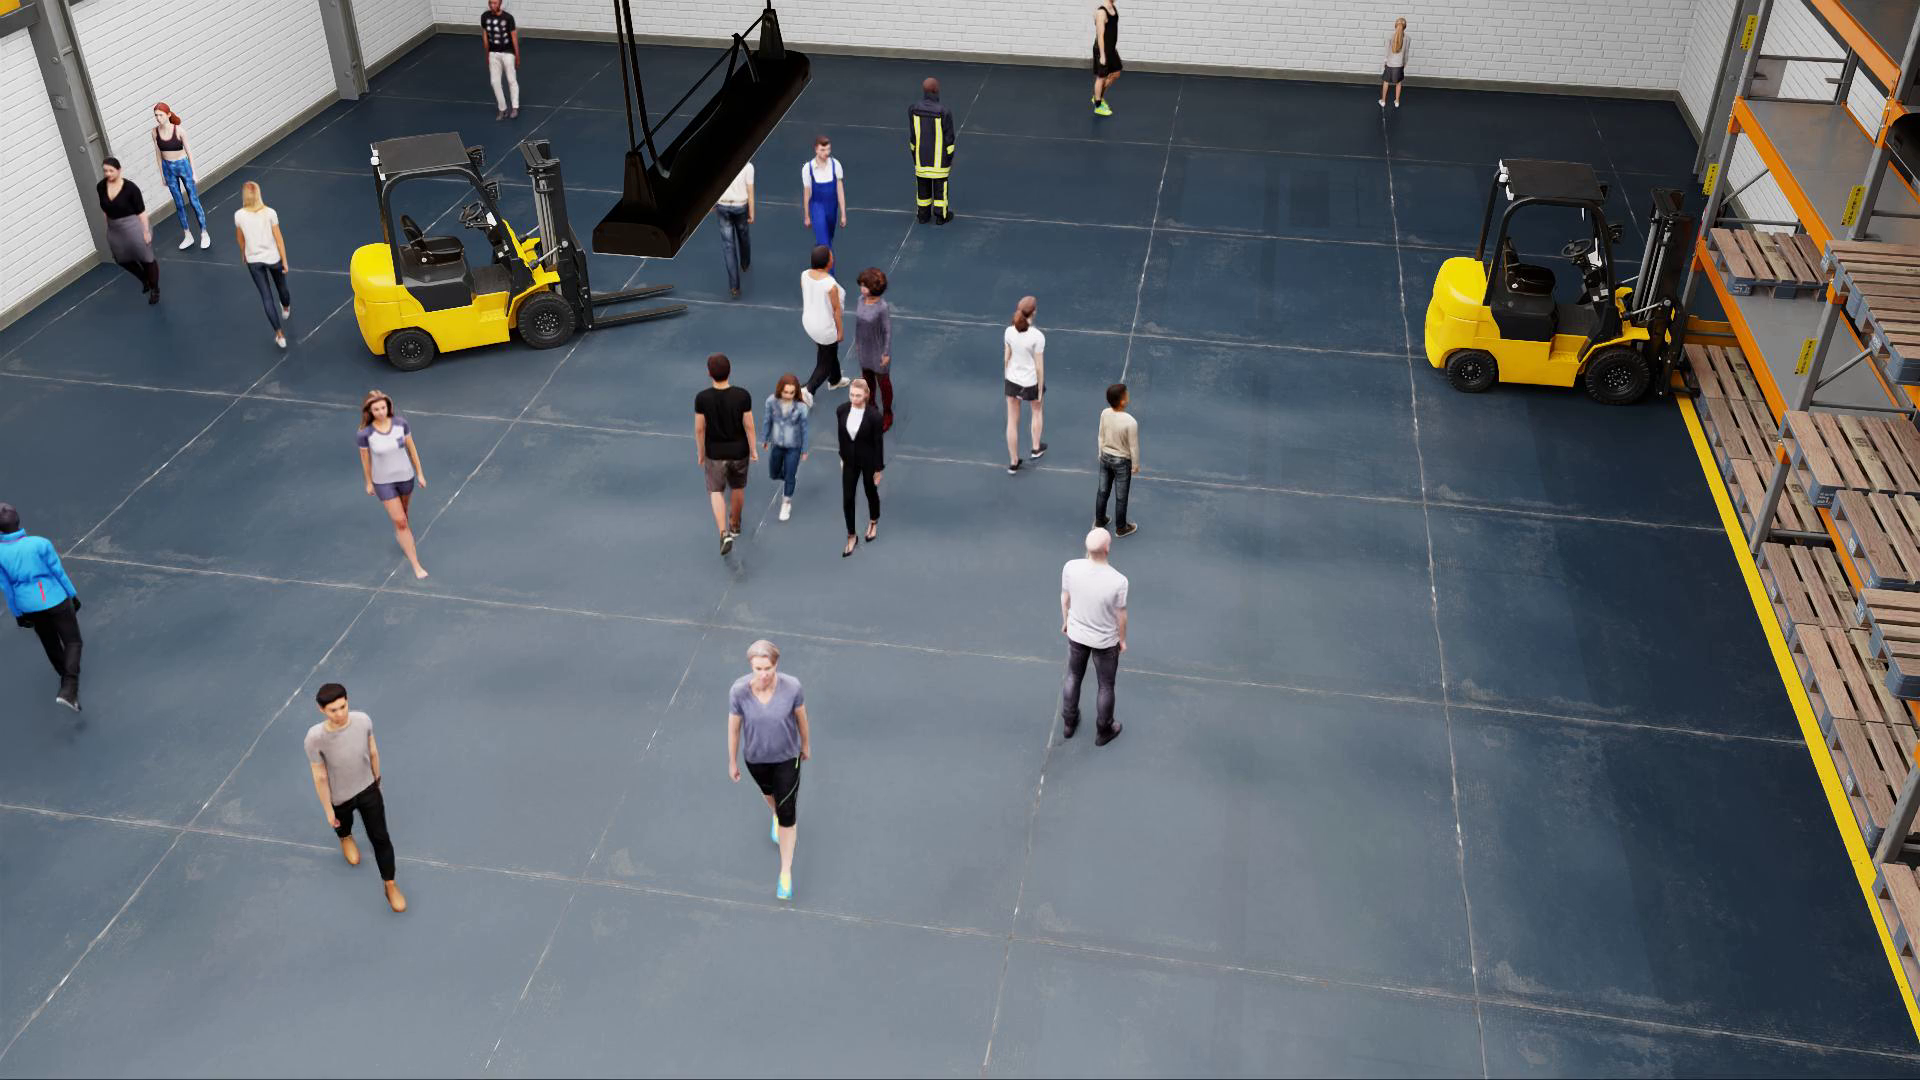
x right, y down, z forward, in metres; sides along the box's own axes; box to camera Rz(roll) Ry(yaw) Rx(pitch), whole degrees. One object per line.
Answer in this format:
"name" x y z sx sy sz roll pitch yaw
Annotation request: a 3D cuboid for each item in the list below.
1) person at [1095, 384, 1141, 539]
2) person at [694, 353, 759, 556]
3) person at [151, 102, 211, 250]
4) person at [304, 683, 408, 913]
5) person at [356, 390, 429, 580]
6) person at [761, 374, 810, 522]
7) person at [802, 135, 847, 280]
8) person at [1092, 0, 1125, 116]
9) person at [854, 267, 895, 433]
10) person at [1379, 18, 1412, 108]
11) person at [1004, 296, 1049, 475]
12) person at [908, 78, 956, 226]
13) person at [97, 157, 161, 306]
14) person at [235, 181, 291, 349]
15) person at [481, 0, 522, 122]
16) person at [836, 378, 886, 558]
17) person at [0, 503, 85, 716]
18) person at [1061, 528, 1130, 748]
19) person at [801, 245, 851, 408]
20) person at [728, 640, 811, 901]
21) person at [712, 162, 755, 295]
"person" 1.376 -0.708 14.722 0.626 1.463 0.631 22 40 30
"person" -2.020 -0.723 14.400 0.923 1.845 1.148 -6 34 -9
"person" -9.352 -4.364 19.932 0.630 1.785 0.635 -2 34 -3
"person" -4.072 1.615 11.027 1.081 1.685 1.184 -19 38 -26
"person" -4.879 -0.542 14.279 1.082 1.676 1.142 -21 39 -29
"person" -1.541 -0.896 15.006 0.620 1.461 0.692 10 35 14
"person" -1.582 -3.767 19.017 1.124 1.804 1.353 -14 36 -20
"person" 2.018 -7.062 23.903 0.858 1.881 0.713 16 37 23
"person" -0.829 -1.862 16.237 0.667 1.709 0.685 28 43 35
"person" 6.379 -7.000 24.360 0.496 1.274 0.511 5 34 7
"person" 0.559 -1.405 15.529 0.638 1.731 0.838 9 35 13
"person" -0.345 -4.812 20.573 0.789 1.822 0.721 11 35 17
"person" -9.268 -3.489 18.653 0.682 1.743 0.711 3 34 4
"person" -7.405 -2.899 17.752 1.035 1.757 1.224 -14 36 -20
"person" -6.527 -6.963 23.835 0.741 1.792 0.797 1 34 1
"person" -0.821 -0.699 14.512 0.714 1.681 0.839 11 35 16
"person" -6.936 0.529 12.576 0.903 1.778 1.141 -9 35 -13
"person" 0.975 0.707 12.261 0.731 1.831 0.679 16 37 22
"person" -1.408 -2.134 16.691 1.140 1.659 1.020 -27 42 -34
"person" -1.266 1.412 11.195 0.835 1.836 1.261 0 34 0
"person" -2.598 -3.687 18.896 0.885 1.804 1.291 -2 34 -3
